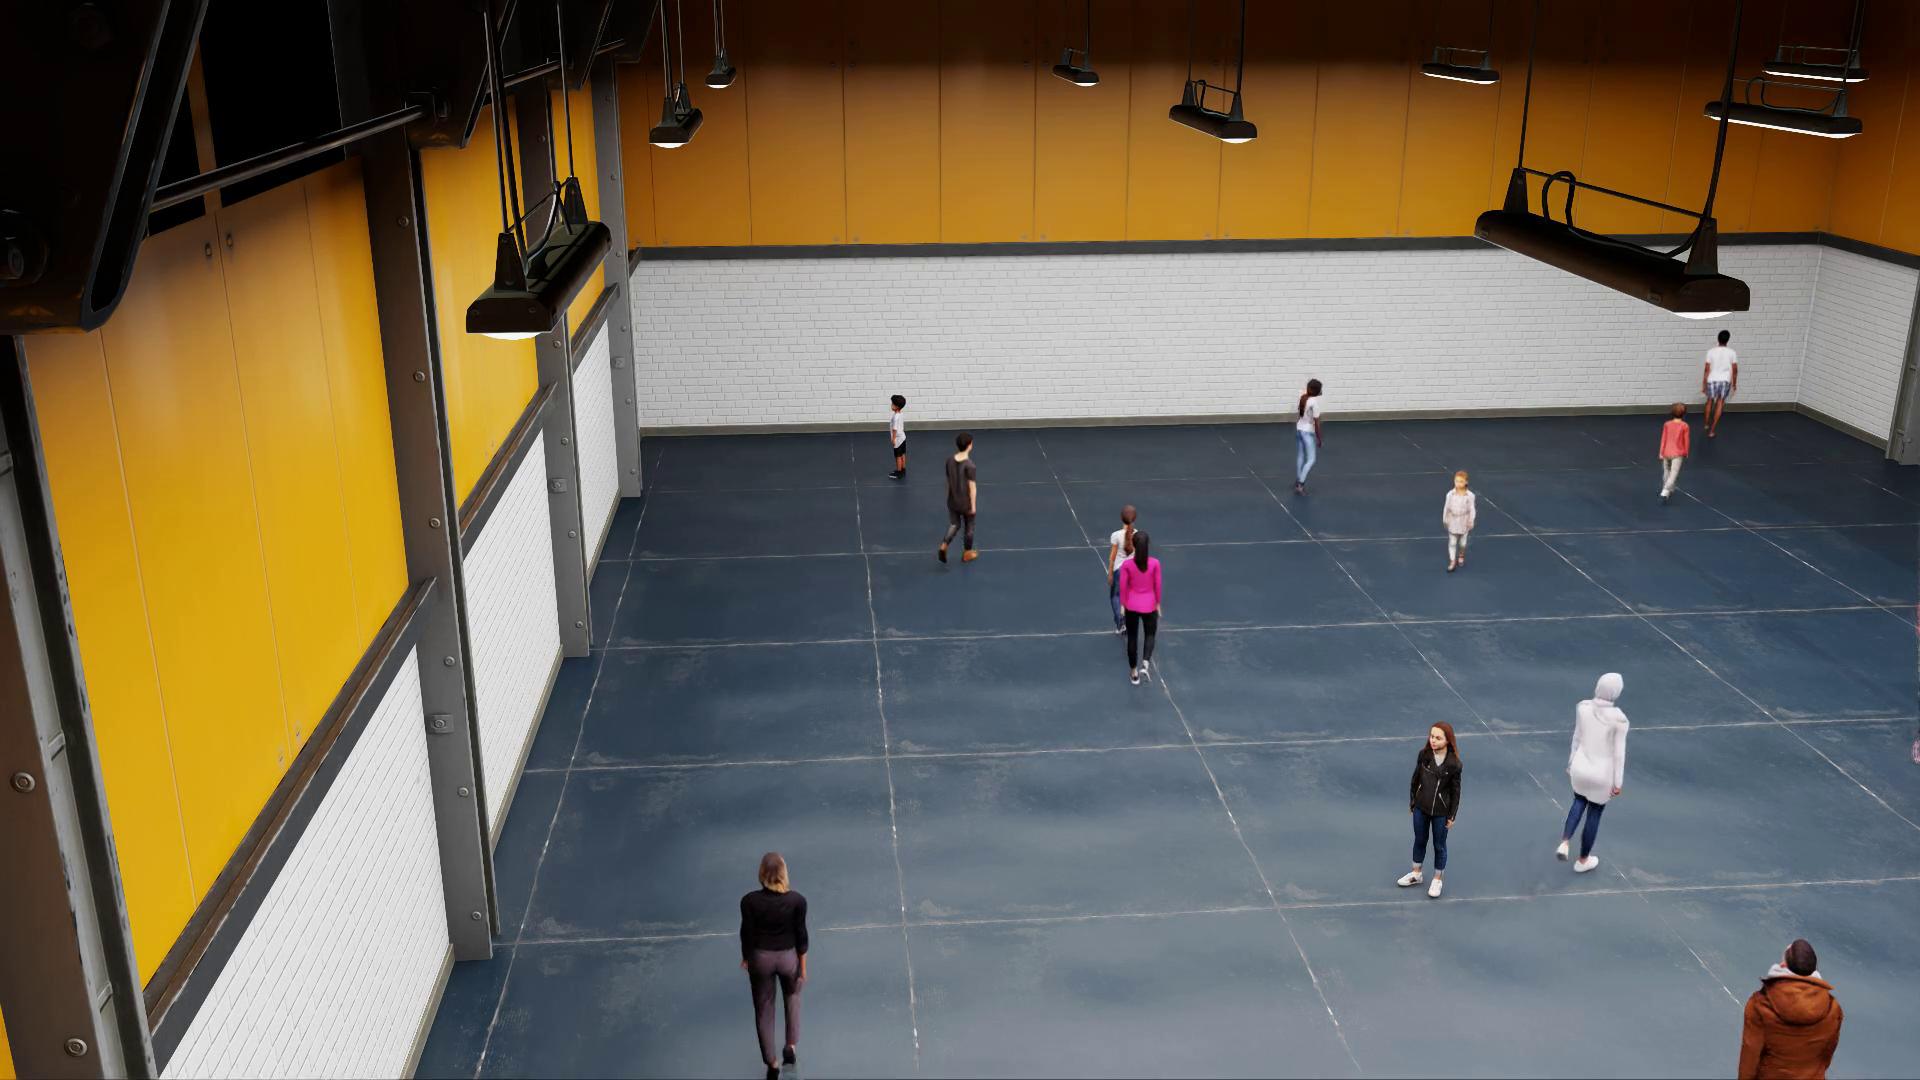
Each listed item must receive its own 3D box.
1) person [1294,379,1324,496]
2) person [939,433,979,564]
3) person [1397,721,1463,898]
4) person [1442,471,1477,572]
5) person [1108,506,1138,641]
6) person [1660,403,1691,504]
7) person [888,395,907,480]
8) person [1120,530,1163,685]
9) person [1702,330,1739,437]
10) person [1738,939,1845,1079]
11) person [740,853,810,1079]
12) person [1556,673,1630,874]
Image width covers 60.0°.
[{"bbox_3d":[4.974,-1.525,23.978,0.849,1.698,0.609,-11,22,-30],"label":"person"},{"bbox_3d":[-0.030,-0.500,20.926,0.937,1.704,1.018,13,23,35],"label":"person"},{"bbox_3d":[3.824,2.143,13.421,0.636,1.483,0.695,15,24,37],"label":"person"},{"bbox_3d":[6.257,-0.250,20.818,0.662,1.298,0.718,9,21,25],"label":"person"},{"bbox_3d":[1.860,0.390,18.527,0.556,1.547,0.601,-3,19,-9],"label":"person"},{"bbox_3d":[10.095,-1.225,23.550,0.893,1.401,0.951,15,24,38],"label":"person"},{"bbox_3d":[-0.915,-1.549,24.736,0.607,1.259,0.513,5,19,16],"label":"person"},{"bbox_3d":[1.877,0.739,17.266,0.675,1.691,0.806,2,19,6],"label":"person"},{"bbox_3d":[12.265,-2.500,26.877,1.006,1.695,1.105,12,22,31],"label":"person"},{"bbox_3d":[4.847,3.224,9.716,0.958,1.801,1.244,5,19,14],"label":"person"},{"bbox_3d":[-1.220,2.875,10.976,0.620,1.657,0.632,-3,19,-10],"label":"person"},{"bbox_3d":[5.132,1.931,13.609,0.862,1.765,0.801,-15,24,-38],"label":"person"}]
